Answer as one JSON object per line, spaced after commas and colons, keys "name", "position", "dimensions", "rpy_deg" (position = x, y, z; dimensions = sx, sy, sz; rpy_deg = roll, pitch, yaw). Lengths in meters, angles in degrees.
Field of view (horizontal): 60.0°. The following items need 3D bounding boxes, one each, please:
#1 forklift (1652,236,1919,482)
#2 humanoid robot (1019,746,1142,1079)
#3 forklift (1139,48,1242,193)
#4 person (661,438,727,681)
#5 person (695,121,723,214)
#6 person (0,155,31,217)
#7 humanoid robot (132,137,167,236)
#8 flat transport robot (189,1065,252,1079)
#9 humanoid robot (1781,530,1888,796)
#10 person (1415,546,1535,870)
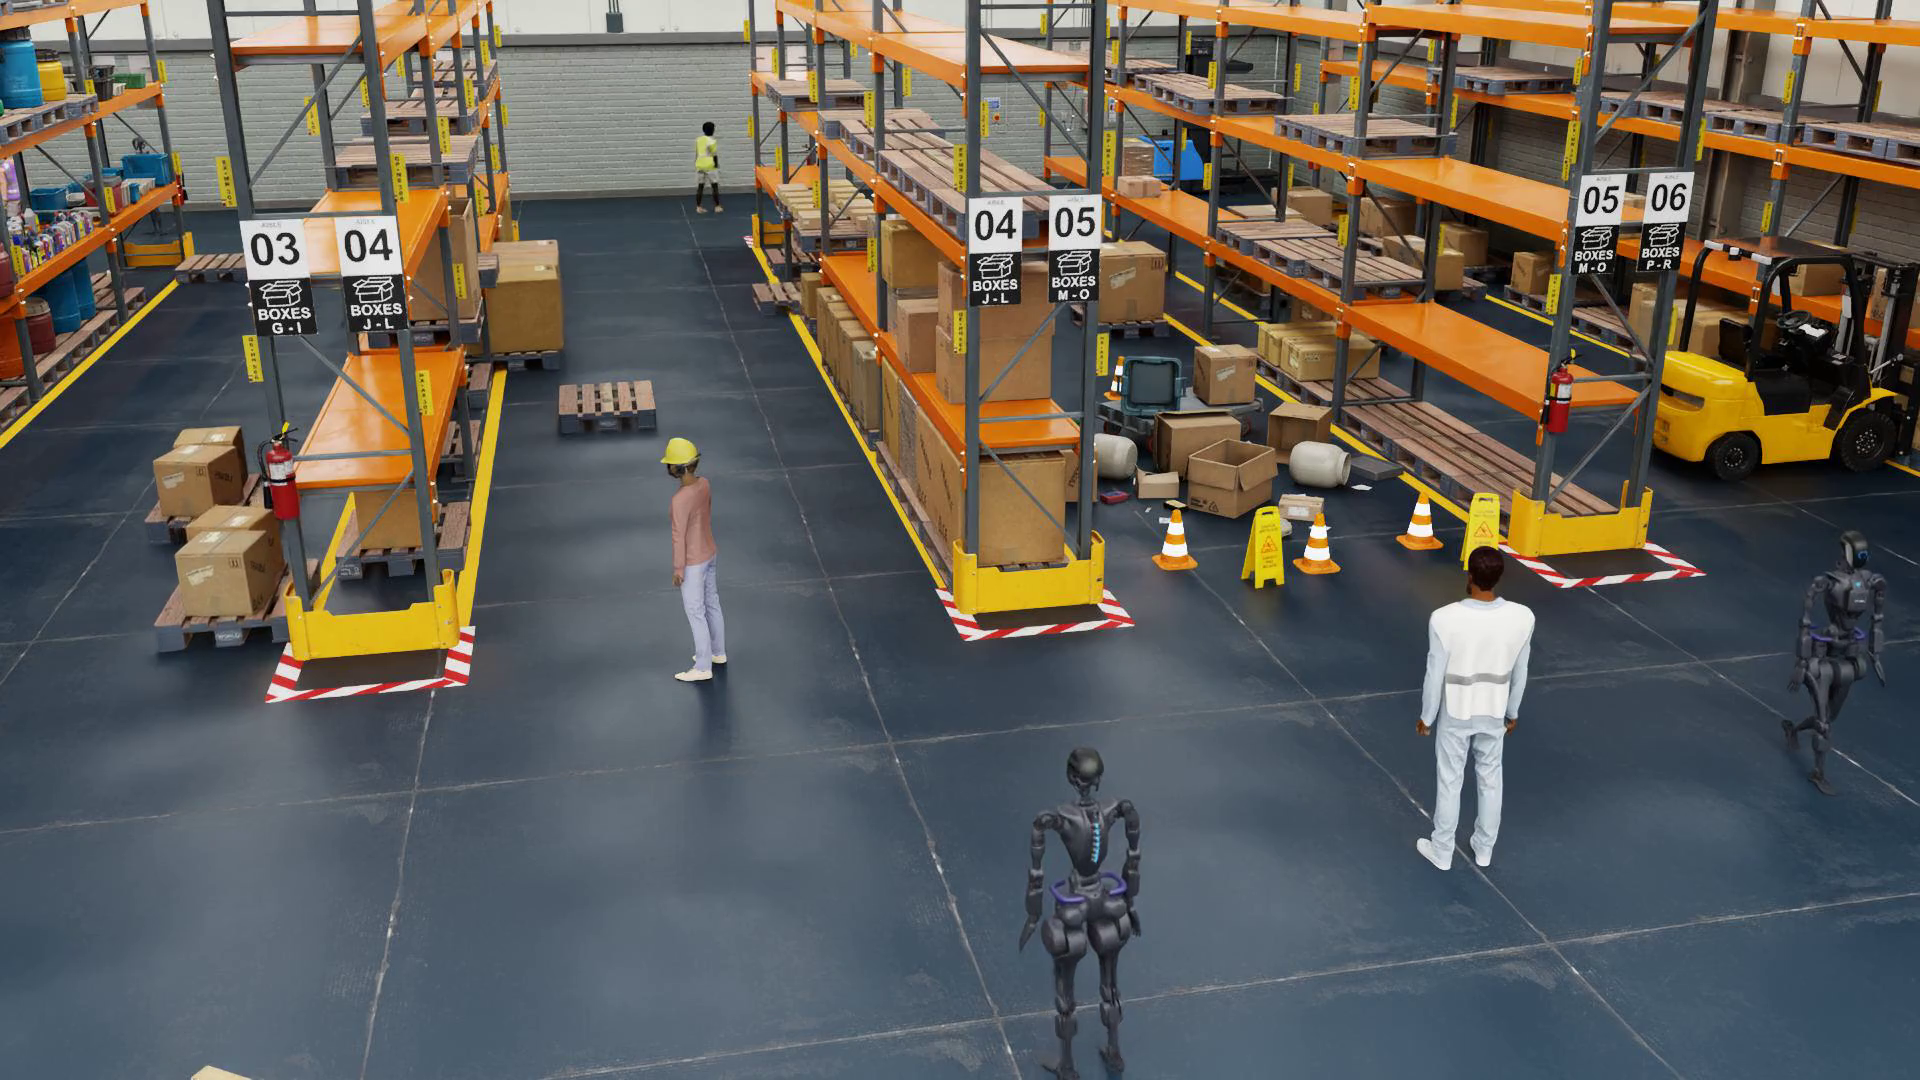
{"name": "forklift", "position": [8.013, -1.814, 16.330], "dimensions": [2.313, 2.155, 1.214], "rpy_deg": [-4, 21, -12]}
{"name": "humanoid robot", "position": [0.565, 1.698, 7.589], "dimensions": [0.584, 1.656, 0.328], "rpy_deg": [-7, 21, -18]}
{"name": "forklift", "position": [4.566, -8.313, 32.860], "dimensions": [1.873, 2.768, 1.129], "rpy_deg": [-4, 21, -12]}
{"name": "person", "position": [-1.898, 0.130, 11.719], "dimensions": [0.348, 1.759, 0.521], "rpy_deg": [5, 21, 13]}
{"name": "person", "position": [-4.666, -6.854, 30.622], "dimensions": [0.553, 1.673, 0.392], "rpy_deg": [15, 25, 34]}
{"name": "person", "position": [-15.345, -5.543, 27.092], "dimensions": [0.348, 1.688, 0.490], "rpy_deg": [11, 23, 26]}
{"name": "humanoid robot", "position": [-13.901, -6.052, 28.456], "dimensions": [0.315, 1.657, 0.599], "rpy_deg": [-17, 26, -38]}
{"name": "flat transport robot", "position": [-2.397, 3.140, 5.747], "dimensions": [1.431, 0.231, 0.659], "rpy_deg": [-17, 26, -39]}
{"name": "humanoid robot", "position": [5.412, 0.708, 10.345], "dimensions": [0.595, 1.654, 0.738], "rpy_deg": [-3, 21, -7]}
{"name": "person", "position": [2.852, 0.951, 9.276], "dimensions": [0.588, 1.920, 0.399], "rpy_deg": [-1, 20, -3]}
